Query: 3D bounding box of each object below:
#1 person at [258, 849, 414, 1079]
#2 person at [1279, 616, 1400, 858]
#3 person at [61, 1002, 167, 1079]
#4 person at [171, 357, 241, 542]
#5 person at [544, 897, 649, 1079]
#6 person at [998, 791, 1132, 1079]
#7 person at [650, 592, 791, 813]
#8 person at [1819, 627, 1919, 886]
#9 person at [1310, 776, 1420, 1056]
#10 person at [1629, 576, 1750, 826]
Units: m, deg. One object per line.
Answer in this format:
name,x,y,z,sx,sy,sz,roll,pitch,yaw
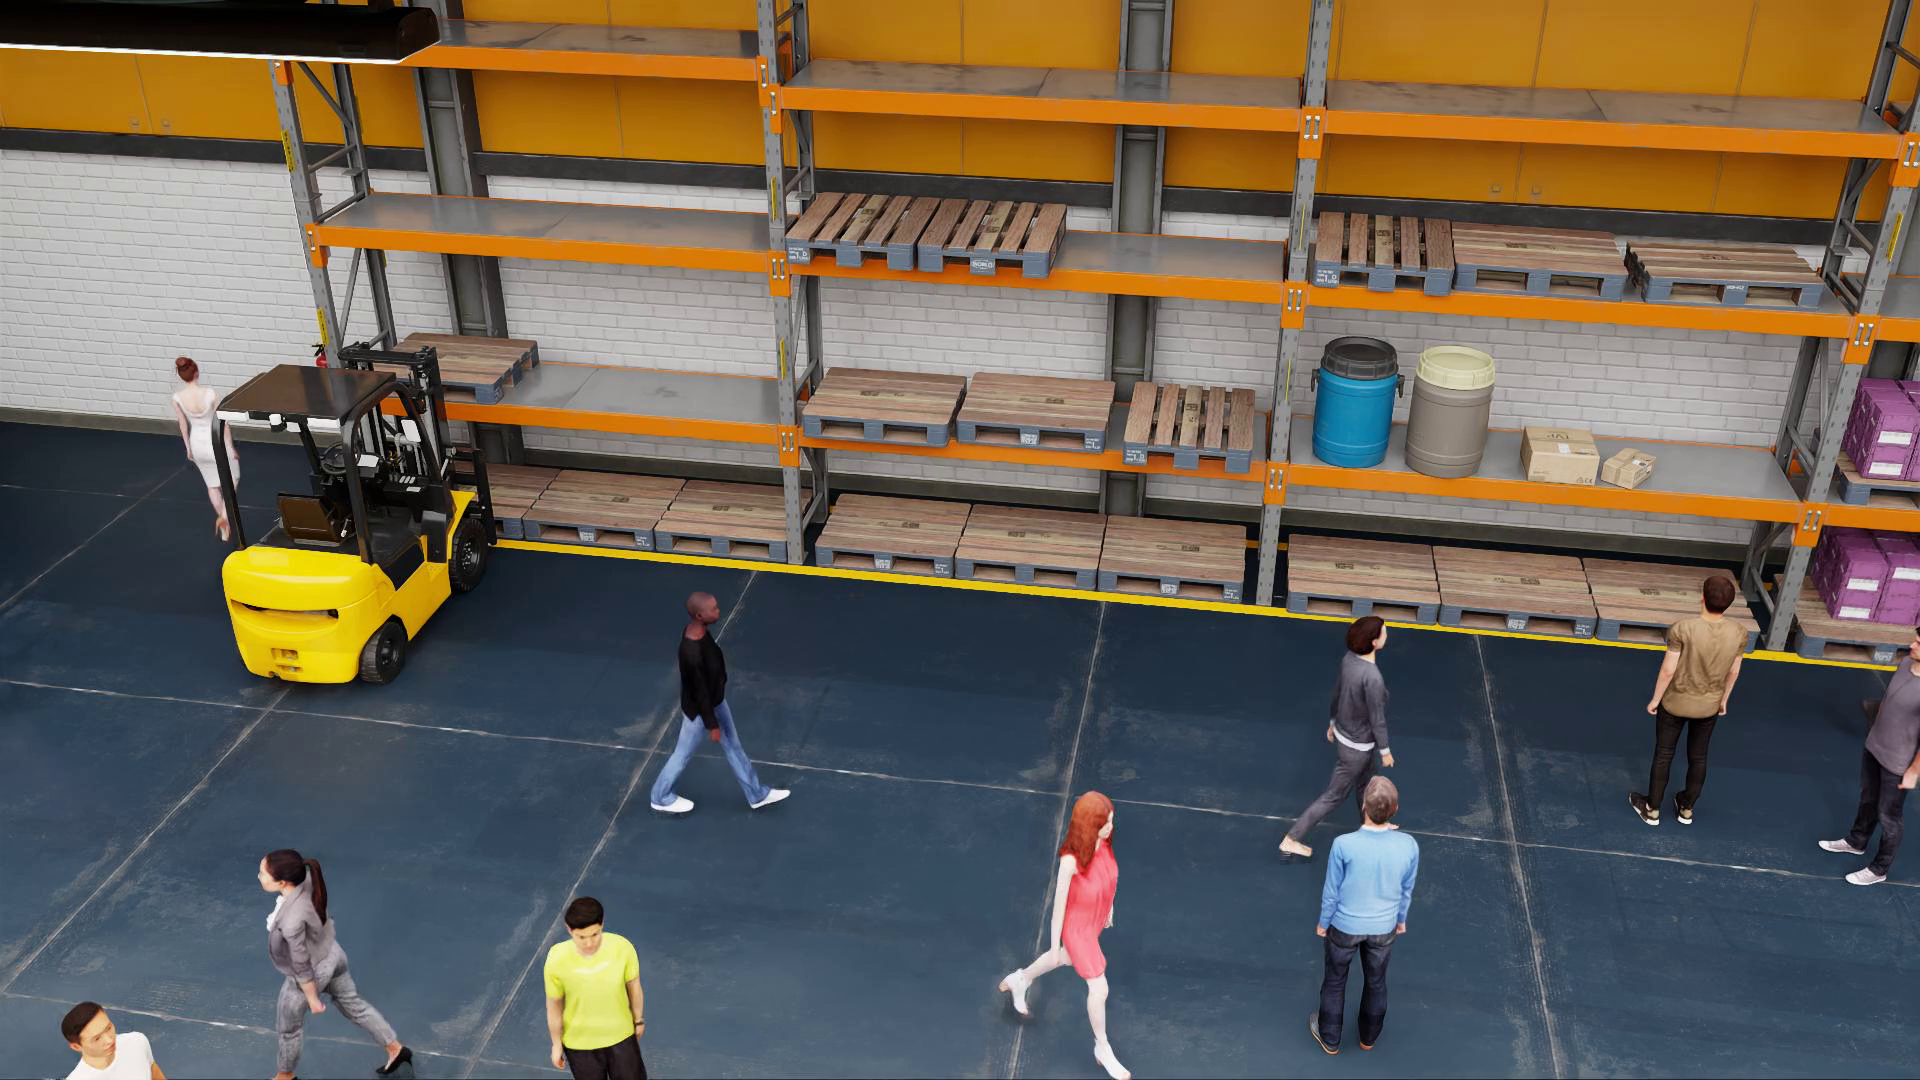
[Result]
person,-3.348,2.298,8.841,1.087,1.637,0.723,0,29,0
person,2.427,1.298,10.575,1.183,1.733,0.859,-4,29,-8
person,-3.893,2.821,7.737,1.111,1.776,0.718,8,30,15
person,-6.427,-0.712,14.207,0.745,1.784,0.750,-2,29,-4
person,-1.870,2.441,8.518,0.741,1.697,0.822,-7,29,-12
person,0.582,2.087,9.076,1.220,1.784,0.932,18,33,29
person,-1.776,1.127,10.923,1.221,1.699,0.778,-1,29,-2
person,5.872,1.319,10.412,0.598,1.854,0.711,0,29,0
person,2.206,2.059,9.089,0.586,1.820,0.762,-1,29,-3
person,4.793,1.054,10.898,0.542,1.852,0.750,1,29,2
